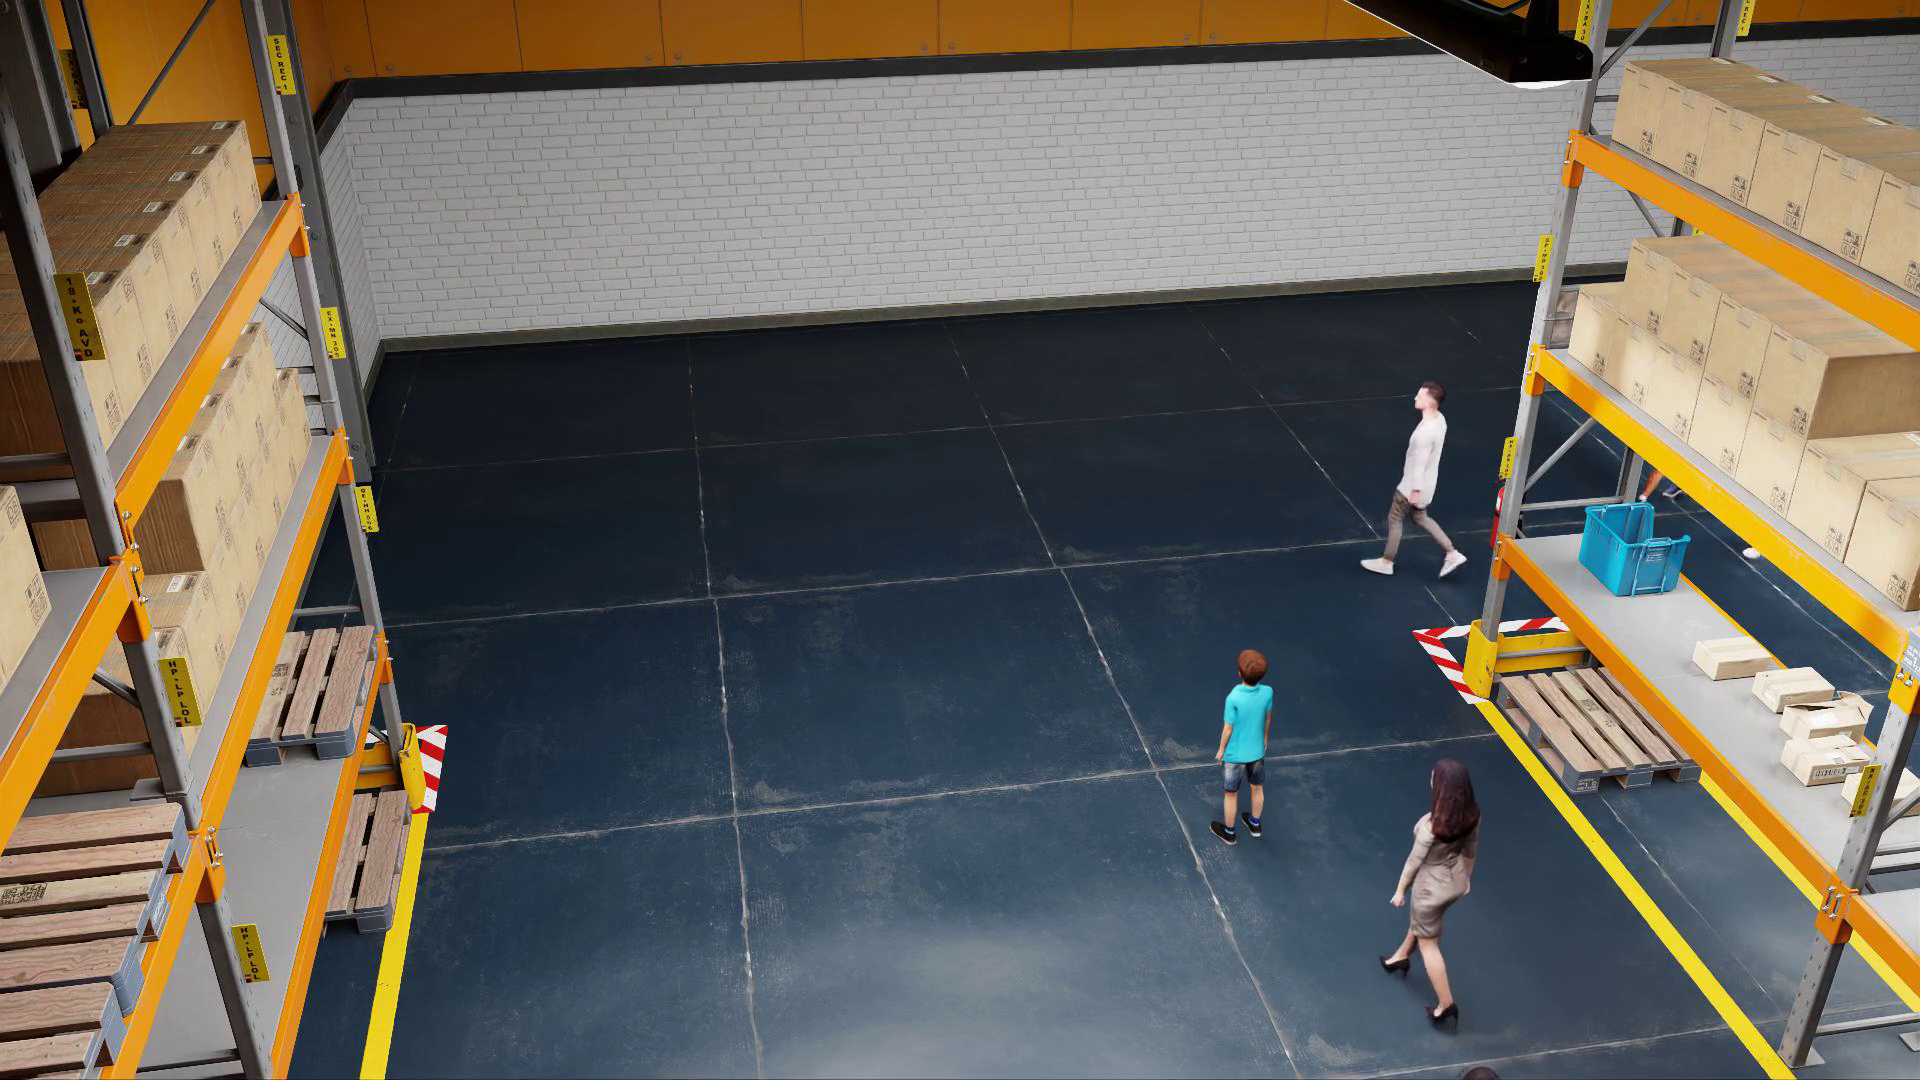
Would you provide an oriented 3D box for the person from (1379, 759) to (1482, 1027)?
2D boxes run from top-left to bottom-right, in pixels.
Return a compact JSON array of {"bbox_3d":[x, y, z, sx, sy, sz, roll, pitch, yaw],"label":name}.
[{"bbox_3d":[2.742,2.035,9.440,0.825,1.720,1.008,-17,33,-28],"label":"person"}]

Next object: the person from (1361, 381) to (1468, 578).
[{"bbox_3d":[3.913,-0.480,13.948,1.147,1.818,1.136,15,32,25],"label":"person"}]

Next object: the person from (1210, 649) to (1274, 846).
[{"bbox_3d":[1.879,1.357,10.967,0.562,1.449,0.535,-12,31,-21],"label":"person"}]
